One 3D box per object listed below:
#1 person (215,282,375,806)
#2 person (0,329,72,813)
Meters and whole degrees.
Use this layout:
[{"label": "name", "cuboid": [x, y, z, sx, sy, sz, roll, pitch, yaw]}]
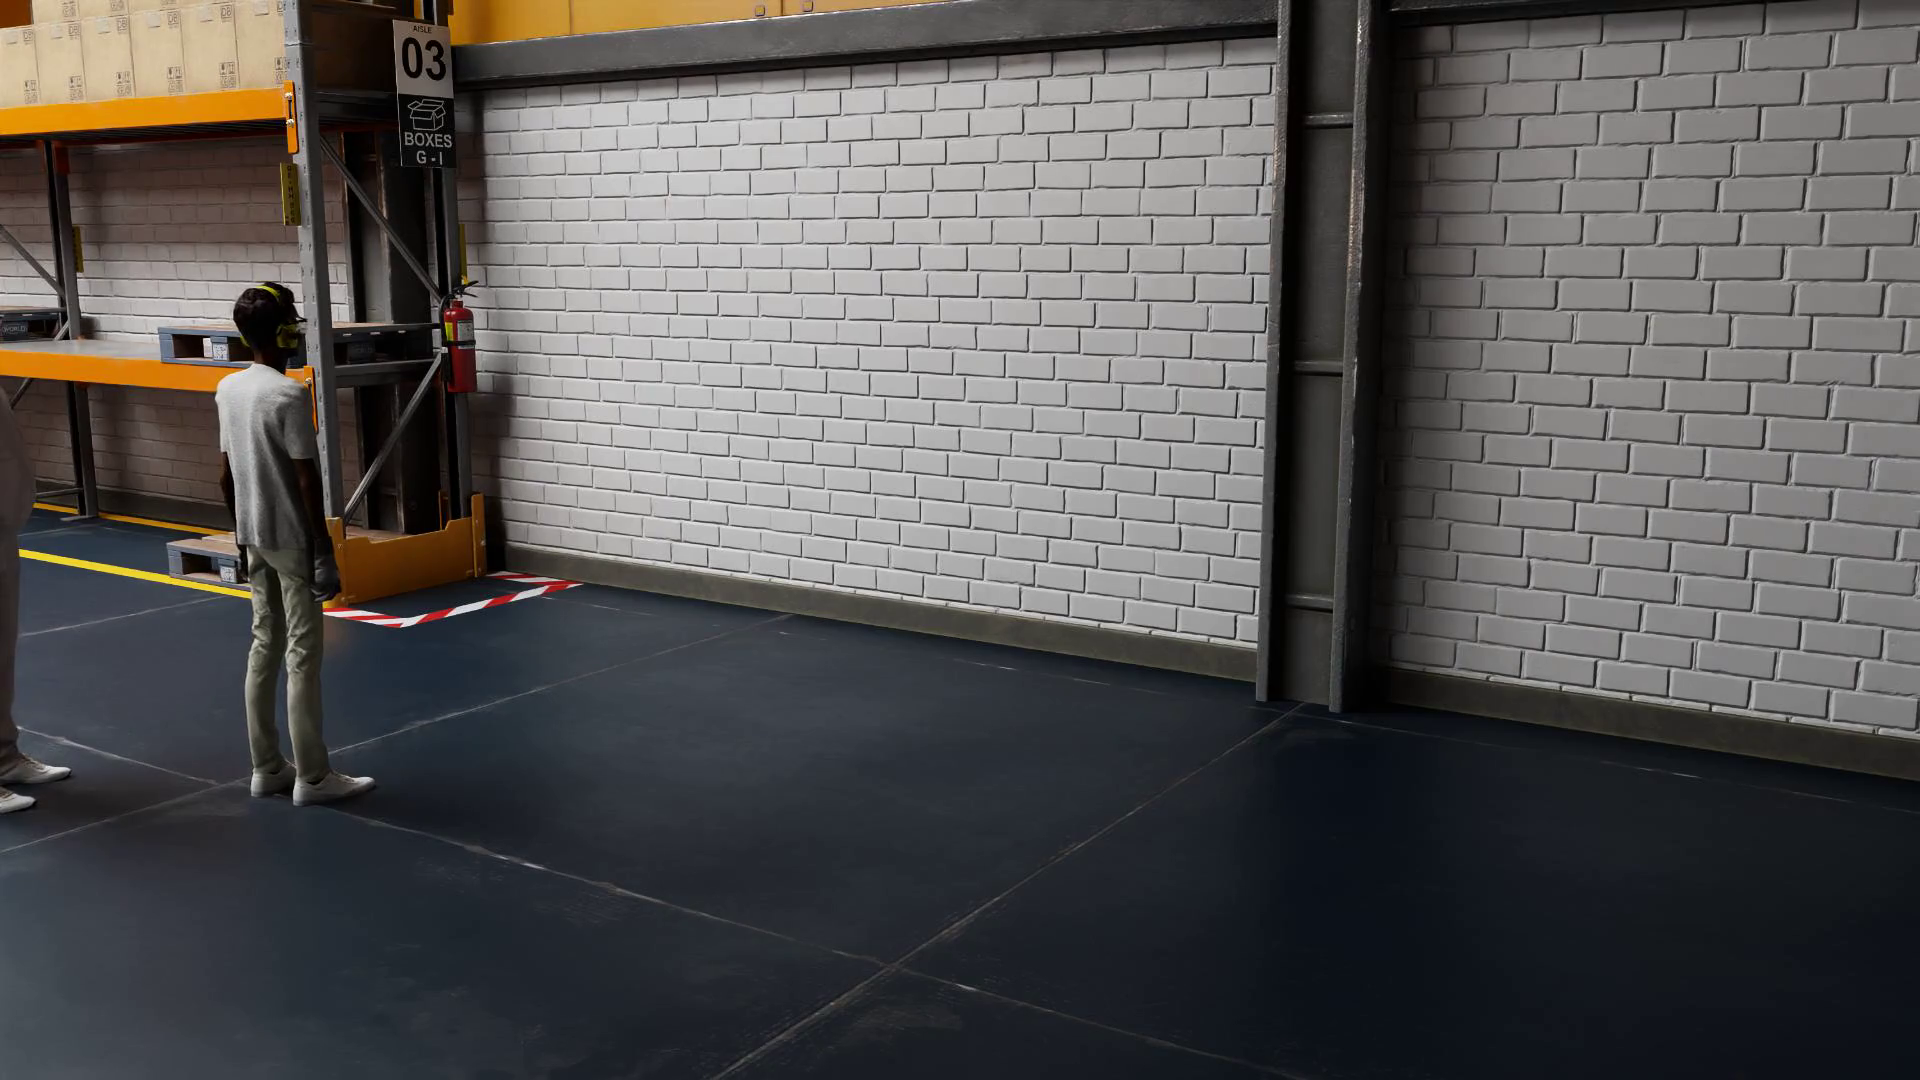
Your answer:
[{"label": "person", "cuboid": [-2.421, 0.019, 5.984, 0.521, 1.876, 0.325, 6, 12, 30]}, {"label": "person", "cuboid": [-3.490, 0.024, 5.913, 0.399, 1.897, 0.647, -3, 11, -14]}]
